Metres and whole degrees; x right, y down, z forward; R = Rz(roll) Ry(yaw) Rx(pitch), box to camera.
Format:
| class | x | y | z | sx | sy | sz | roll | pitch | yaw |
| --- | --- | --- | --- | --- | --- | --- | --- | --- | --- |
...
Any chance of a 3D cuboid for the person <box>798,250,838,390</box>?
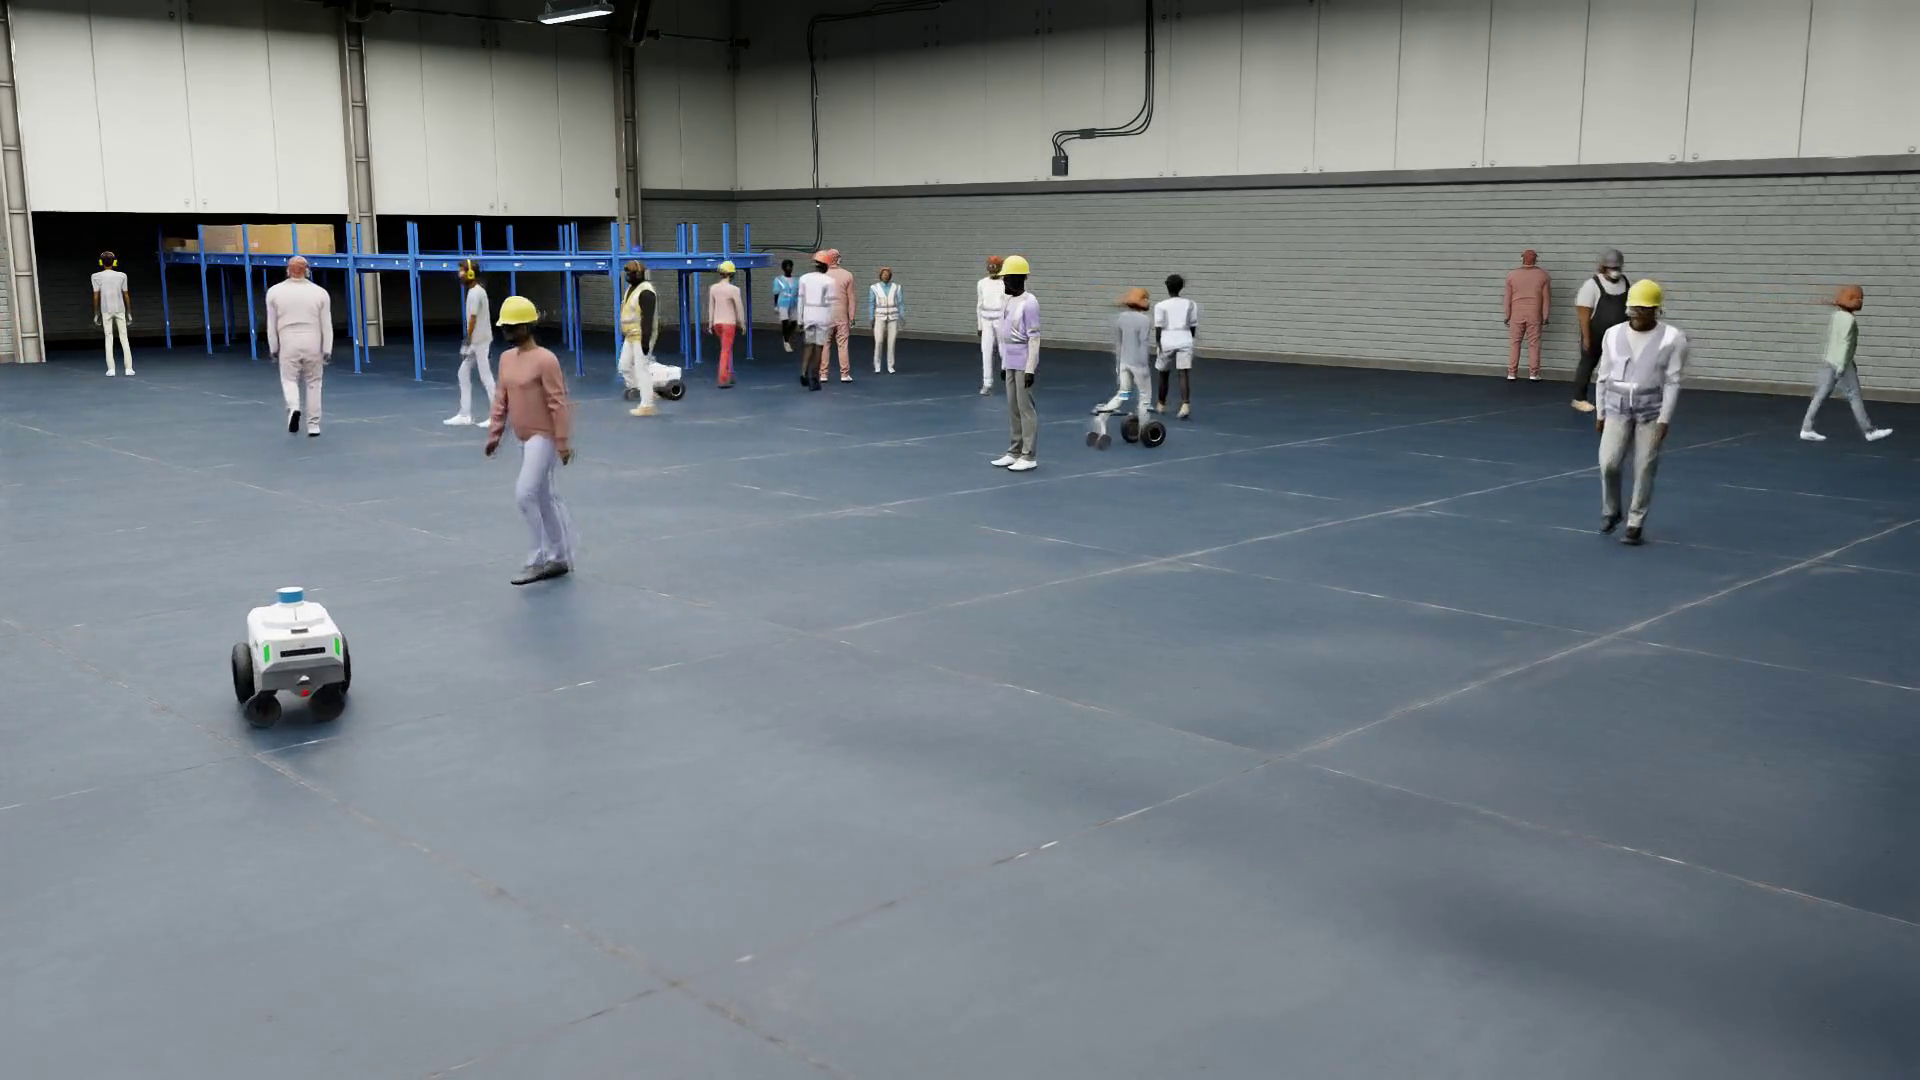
| class | x | y | z | sx | sy | sz | roll | pitch | yaw |
| --- | --- | --- | --- | --- | --- | --- | --- | --- | --- |
| person | -1.938 | -3.014 | 22.821 | 0.579 | 1.903 | 0.401 | 4 | 11 | 19 |

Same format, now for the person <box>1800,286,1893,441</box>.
| class | x | y | z | sx | sy | sz | roll | pitch | yaw |
| --- | --- | --- | --- | --- | --- | --- | --- | --- | --- |
| person | 9.139 | -1.803 | 17.091 | 0.849 | 1.588 | 0.503 | 2 | 11 | 11 |

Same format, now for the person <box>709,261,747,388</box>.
| class | x | y | z | sx | sy | sz | roll | pitch | yaw |
| --- | --- | --- | --- | --- | --- | --- | --- | --- | --- |
| person | -3.191 | -3.007 | 23.206 | 0.555 | 1.740 | 0.683 | 7 | 13 | 34 |

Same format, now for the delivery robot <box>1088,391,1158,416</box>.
| class | x | y | z | sx | sy | sz | roll | pitch | yaw |
| --- | --- | --- | --- | --- | --- | --- | --- | --- | --- |
| delivery robot | 1.650 | -1.387 | 16.796 | 0.699 | 0.223 | 0.335 | -4 | 11 | -23 |

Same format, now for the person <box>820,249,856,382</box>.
| class | x | y | z | sx | sy | sz | roll | pitch | yaw |
| --- | --- | --- | --- | --- | --- | --- | --- | --- | --- |
| person | -1.825 | -3.232 | 24.016 | 0.653 | 1.906 | 0.405 | 0 | 10 | 2 |

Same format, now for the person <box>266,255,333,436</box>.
| class | x | y | z | sx | sy | sz | roll | pitch | yaw |
| --- | --- | --- | --- | --- | --- | --- | --- | --- | --- |
| person | -6.913 | -2.026 | 17.463 | 0.654 | 1.899 | 0.524 | -4 | 11 | -19 |

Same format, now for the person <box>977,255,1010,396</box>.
| class | x | y | z | sx | sy | sz | roll | pitch | yaw |
| --- | --- | --- | --- | --- | --- | --- | --- | --- | --- |
| person | 0.526 | -2.898 | 22.346 | 0.586 | 1.860 | 0.809 | 5 | 12 | 25 |

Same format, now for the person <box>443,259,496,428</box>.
| class | x | y | z | sx | sy | sz | roll | pitch | yaw |
| --- | --- | --- | --- | --- | --- | --- | --- | --- | --- |
| person | -5.414 | -2.149 | 18.275 | 0.781 | 1.842 | 0.525 | -3 | 11 | -17 |

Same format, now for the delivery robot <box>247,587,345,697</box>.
| class | x | y | z | sx | sy | sz | roll | pitch | yaw |
| --- | --- | --- | --- | --- | --- | --- | --- | --- | --- |
| delivery robot | -2.986 | 0.455 | 7.460 | 0.477 | 0.478 | 0.707 | -5 | 12 | -27 |

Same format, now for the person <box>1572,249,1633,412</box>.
| class | x | y | z | sx | sy | sz | roll | pitch | yaw |
| --- | --- | --- | --- | --- | --- | --- | --- | --- | --- |
| person | 7.616 | -2.488 | 19.713 | 0.689 | 2.000 | 1.103 | -1 | 10 | -5 |

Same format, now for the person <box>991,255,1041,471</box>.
| class | x | y | z | sx | sy | sz | roll | pitch | yaw |
| --- | --- | --- | --- | --- | --- | --- | --- | --- | --- |
| person | 0.519 | -1.595 | 15.031 | 0.380 | 1.928 | 0.586 | -4 | 11 | -21 |

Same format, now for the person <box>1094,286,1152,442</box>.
| class | x | y | z | sx | sy | sz | roll | pitch | yaw |
| --- | --- | --- | --- | --- | --- | --- | --- | --- | --- |
| person | 1.721 | -1.787 | 16.977 | 0.706 | 1.606 | 0.501 | -7 | 13 | -34 |

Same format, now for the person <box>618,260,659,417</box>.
| class | x | y | z | sx | sy | sz | roll | pitch | yaw |
| --- | --- | --- | --- | --- | --- | --- | --- | --- | --- |
| person | -3.768 | -2.363 | 19.497 | 0.453 | 1.823 | 0.645 | -6 | 12 | -29 |

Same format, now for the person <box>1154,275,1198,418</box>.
| class | x | y | z | sx | sy | sz | roll | pitch | yaw |
| --- | --- | --- | --- | --- | --- | --- | --- | --- | --- |
| person | 2.524 | -2.263 | 19.415 | 0.539 | 1.657 | 0.858 | -1 | 10 | -4 |

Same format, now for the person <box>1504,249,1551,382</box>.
| class | x | y | z | sx | sy | sz | roll | pitch | yaw |
| --- | --- | --- | --- | --- | --- | --- | --- | --- | --- |
| person | 8.254 | -3.271 | 24.217 | 0.650 | 1.911 | 0.408 | 4 | 11 | 21 |

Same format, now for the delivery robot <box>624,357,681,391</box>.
| class | x | y | z | sx | sy | sz | roll | pitch | yaw |
| --- | --- | --- | --- | --- | --- | --- | --- | --- | --- |
| delivery robot | -3.991 | -2.132 | 21.571 | 0.707 | 0.478 | 0.477 | -5 | 12 | -26 |

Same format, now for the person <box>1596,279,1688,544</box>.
| class | x | y | z | sx | sy | sz | roll | pitch | yaw |
| --- | --- | --- | --- | --- | --- | --- | --- | --- | --- |
| person | 4.641 | -0.874 | 11.412 | 0.588 | 1.811 | 0.434 | 7 | 13 | 35 |

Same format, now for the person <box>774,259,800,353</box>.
| class | x | y | z | sx | sy | sz | roll | pitch | yaw |
| --- | --- | --- | --- | --- | --- | --- | --- | --- | --- |
| person | -3.156 | -4.267 | 30.264 | 0.534 | 1.683 | 0.597 | -5 | 11 | -25 |

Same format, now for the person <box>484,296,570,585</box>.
| class | x | y | z | sx | sy | sz | roll | pitch | yaw |
| --- | --- | --- | --- | --- | --- | --- | --- | --- | --- |
| person | -2.651 | -0.599 | 10.112 | 0.540 | 1.745 | 0.659 | 10 | 14 | 44 |

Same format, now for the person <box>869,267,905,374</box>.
| class | x | y | z | sx | sy | sz | roll | pitch | yaw |
| --- | --- | --- | --- | --- | --- | --- | --- | --- | --- |
| person | -1.123 | -3.383 | 25.589 | 0.531 | 1.632 | 0.395 | -2 | 11 | -12 |

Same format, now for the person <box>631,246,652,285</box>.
| class | x | y | z | sx | sy | sz | roll | pitch | yaw |
| --- | --- | --- | --- | --- | --- | --- | --- | --- | --- |
| person | -6.240 | -4.807 | 32.657 | 0.376 | 1.914 | 0.640 | 3 | 11 | 18 |

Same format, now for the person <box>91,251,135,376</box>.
| class | x | y | z | sx | sy | sz | roll | pitch | yaw |
| --- | --- | --- | --- | --- | --- | --- | --- | --- | --- |
| person | -12.820 | -3.420 | 25.149 | 0.542 | 1.871 | 0.323 | -5 | 12 | -27 |
